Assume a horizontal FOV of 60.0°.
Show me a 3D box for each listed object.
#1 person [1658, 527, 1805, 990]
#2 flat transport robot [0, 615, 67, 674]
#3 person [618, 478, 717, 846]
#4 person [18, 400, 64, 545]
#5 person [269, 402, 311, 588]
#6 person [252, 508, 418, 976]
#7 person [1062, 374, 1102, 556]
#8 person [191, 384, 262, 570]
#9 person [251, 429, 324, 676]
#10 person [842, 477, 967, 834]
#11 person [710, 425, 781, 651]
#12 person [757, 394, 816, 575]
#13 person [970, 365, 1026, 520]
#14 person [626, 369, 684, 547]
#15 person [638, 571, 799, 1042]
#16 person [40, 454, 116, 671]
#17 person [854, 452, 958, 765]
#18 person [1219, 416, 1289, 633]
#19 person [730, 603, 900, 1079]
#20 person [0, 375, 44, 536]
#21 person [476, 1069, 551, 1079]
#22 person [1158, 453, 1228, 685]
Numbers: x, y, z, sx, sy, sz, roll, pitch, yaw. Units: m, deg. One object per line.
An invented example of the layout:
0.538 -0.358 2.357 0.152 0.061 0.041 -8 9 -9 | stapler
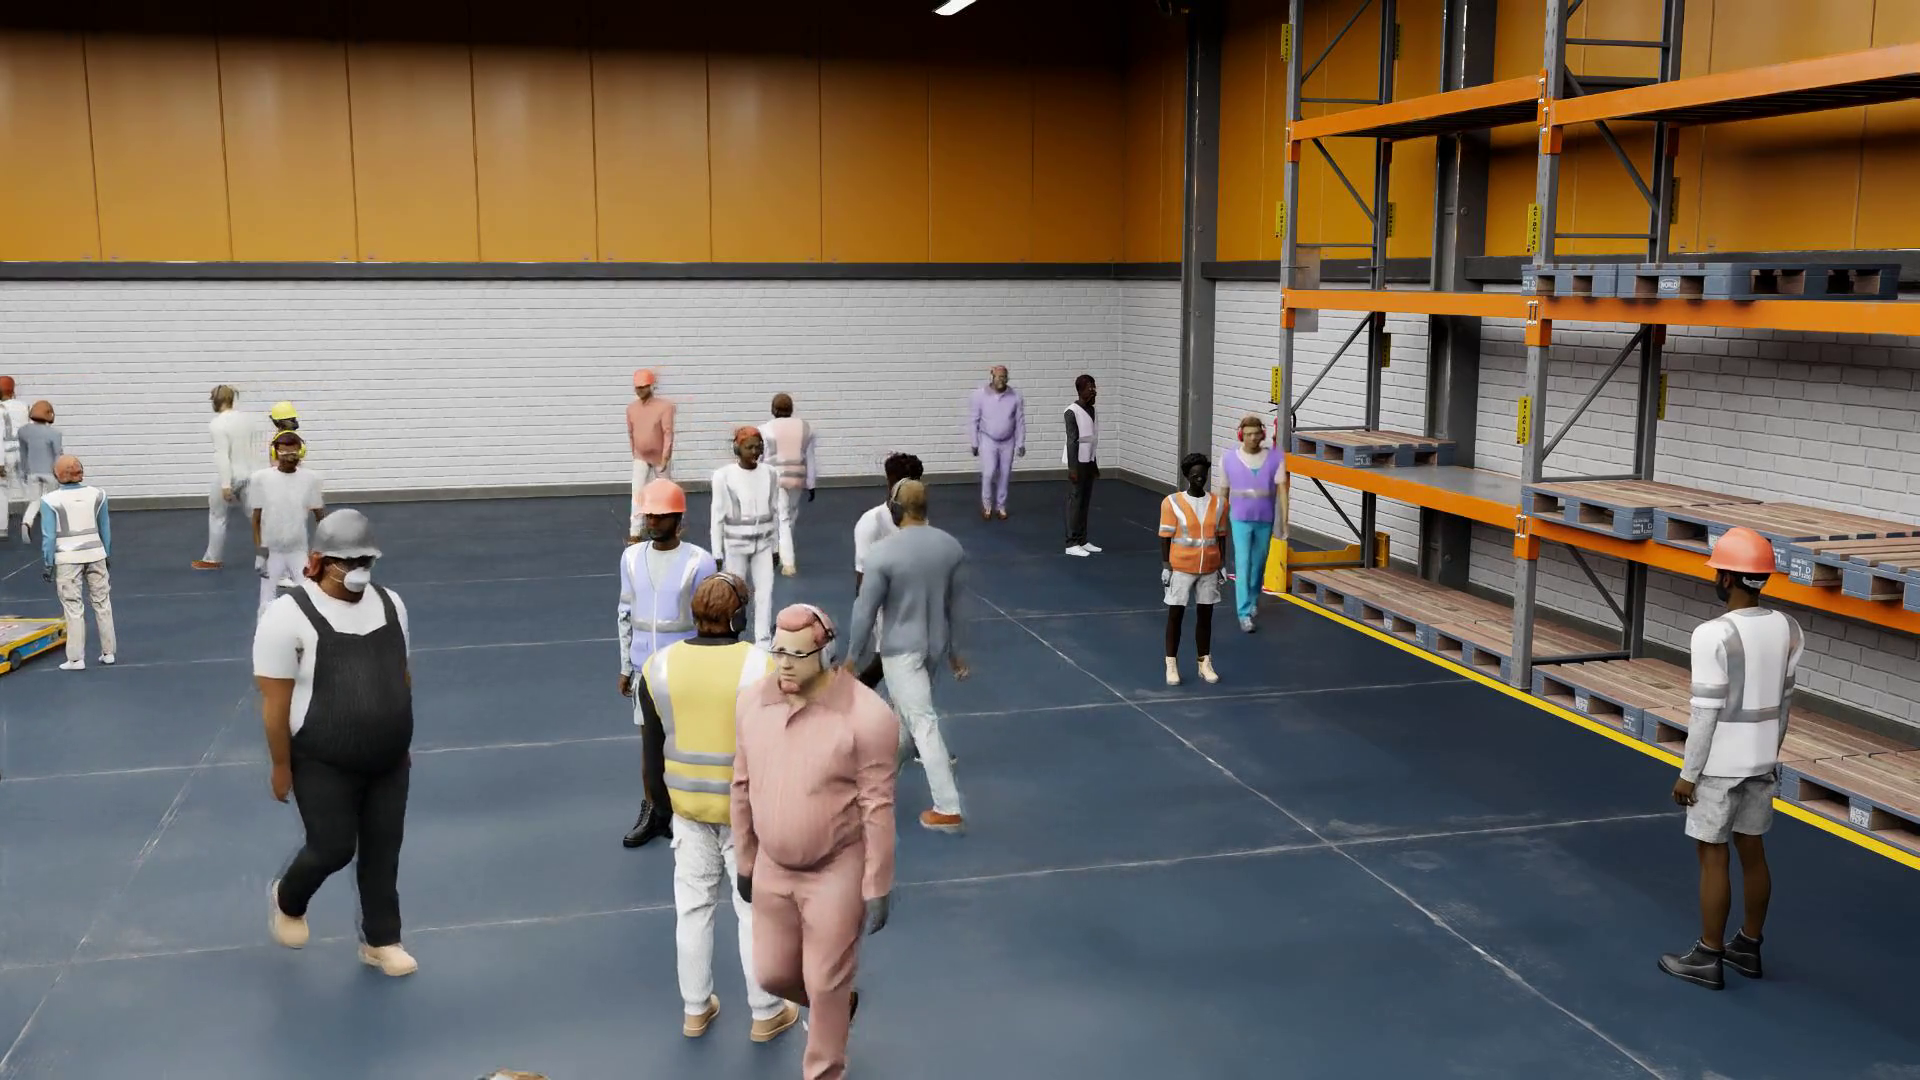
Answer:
3.216 0.910 6.963 0.546 1.938 0.360 -4 10 -24 | person
-7.426 0.807 12.793 0.652 0.197 1.431 0 9 -2 | flat transport robot
-1.523 0.643 8.618 0.546 1.941 0.358 2 9 14 | person
-9.999 -0.710 18.078 0.503 1.610 0.582 0 9 0 | person
-6.402 -0.433 15.870 0.306 1.772 0.525 -1 9 -4 | person
-2.605 0.844 7.050 0.672 2.000 0.685 7 11 36 | person
1.297 -0.799 17.696 0.388 1.918 0.588 5 10 28 | person
-7.221 -0.618 16.677 1.029 1.896 0.649 2 9 10 | person
-4.987 0.094 12.327 0.645 1.850 0.497 -5 11 -31 | person
-0.295 0.603 9.063 0.643 1.887 1.021 -8 12 -41 | person
-1.662 0.041 12.667 0.587 1.860 0.787 -6 11 -33 | person
-1.779 -0.566 16.642 0.639 1.797 0.945 -4 10 -25 | person
0.470 -1.174 20.131 0.654 1.890 0.579 -2 9 -12 | person
-3.410 -0.937 18.505 0.604 1.951 1.039 2 9 11 | person
-0.909 1.036 6.477 0.619 1.845 0.430 2 9 13 | person
-6.632 0.170 12.517 0.313 1.638 0.513 7 11 36 | person
-0.444 0.396 10.286 1.026 1.909 0.616 6 11 33 | person
2.472 -0.173 14.161 0.562 1.807 0.937 0 9 -1 | person
-0.493 1.123 5.837 0.654 1.880 0.607 4 10 26 | person
-10.639 -0.936 18.786 0.905 1.850 0.586 2 9 13 | person
-0.679 1.688 2.451 0.527 1.827 0.757 6 11 32 | person
1.700 0.208 12.095 0.539 1.696 0.317 -2 9 -14 | person
